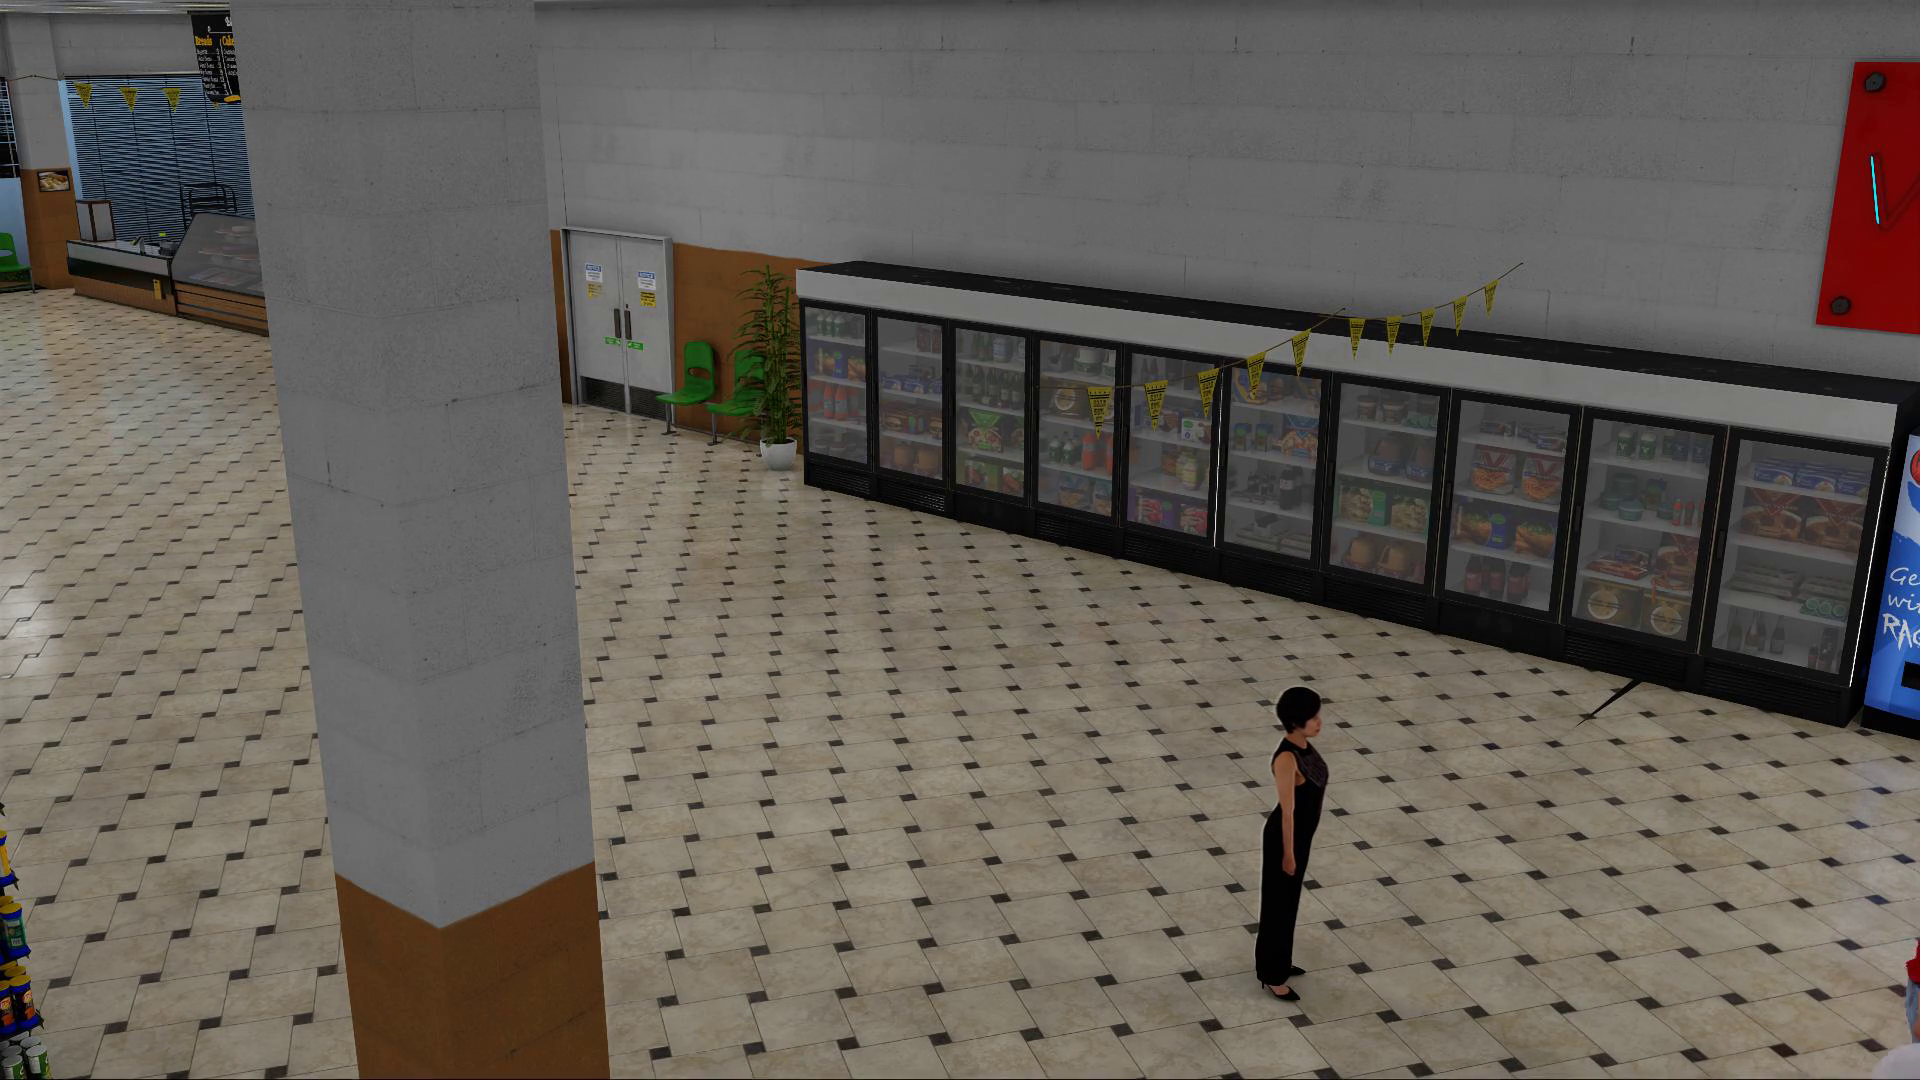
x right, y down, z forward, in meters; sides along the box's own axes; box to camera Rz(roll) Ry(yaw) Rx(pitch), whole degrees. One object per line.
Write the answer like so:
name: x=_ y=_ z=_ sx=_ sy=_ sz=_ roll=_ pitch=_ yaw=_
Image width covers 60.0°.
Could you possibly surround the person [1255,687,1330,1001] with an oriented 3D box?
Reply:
person: x=1.626 y=1.478 z=8.235 sx=0.714 sy=1.603 sz=0.572 roll=6 pitch=18 yaw=18
